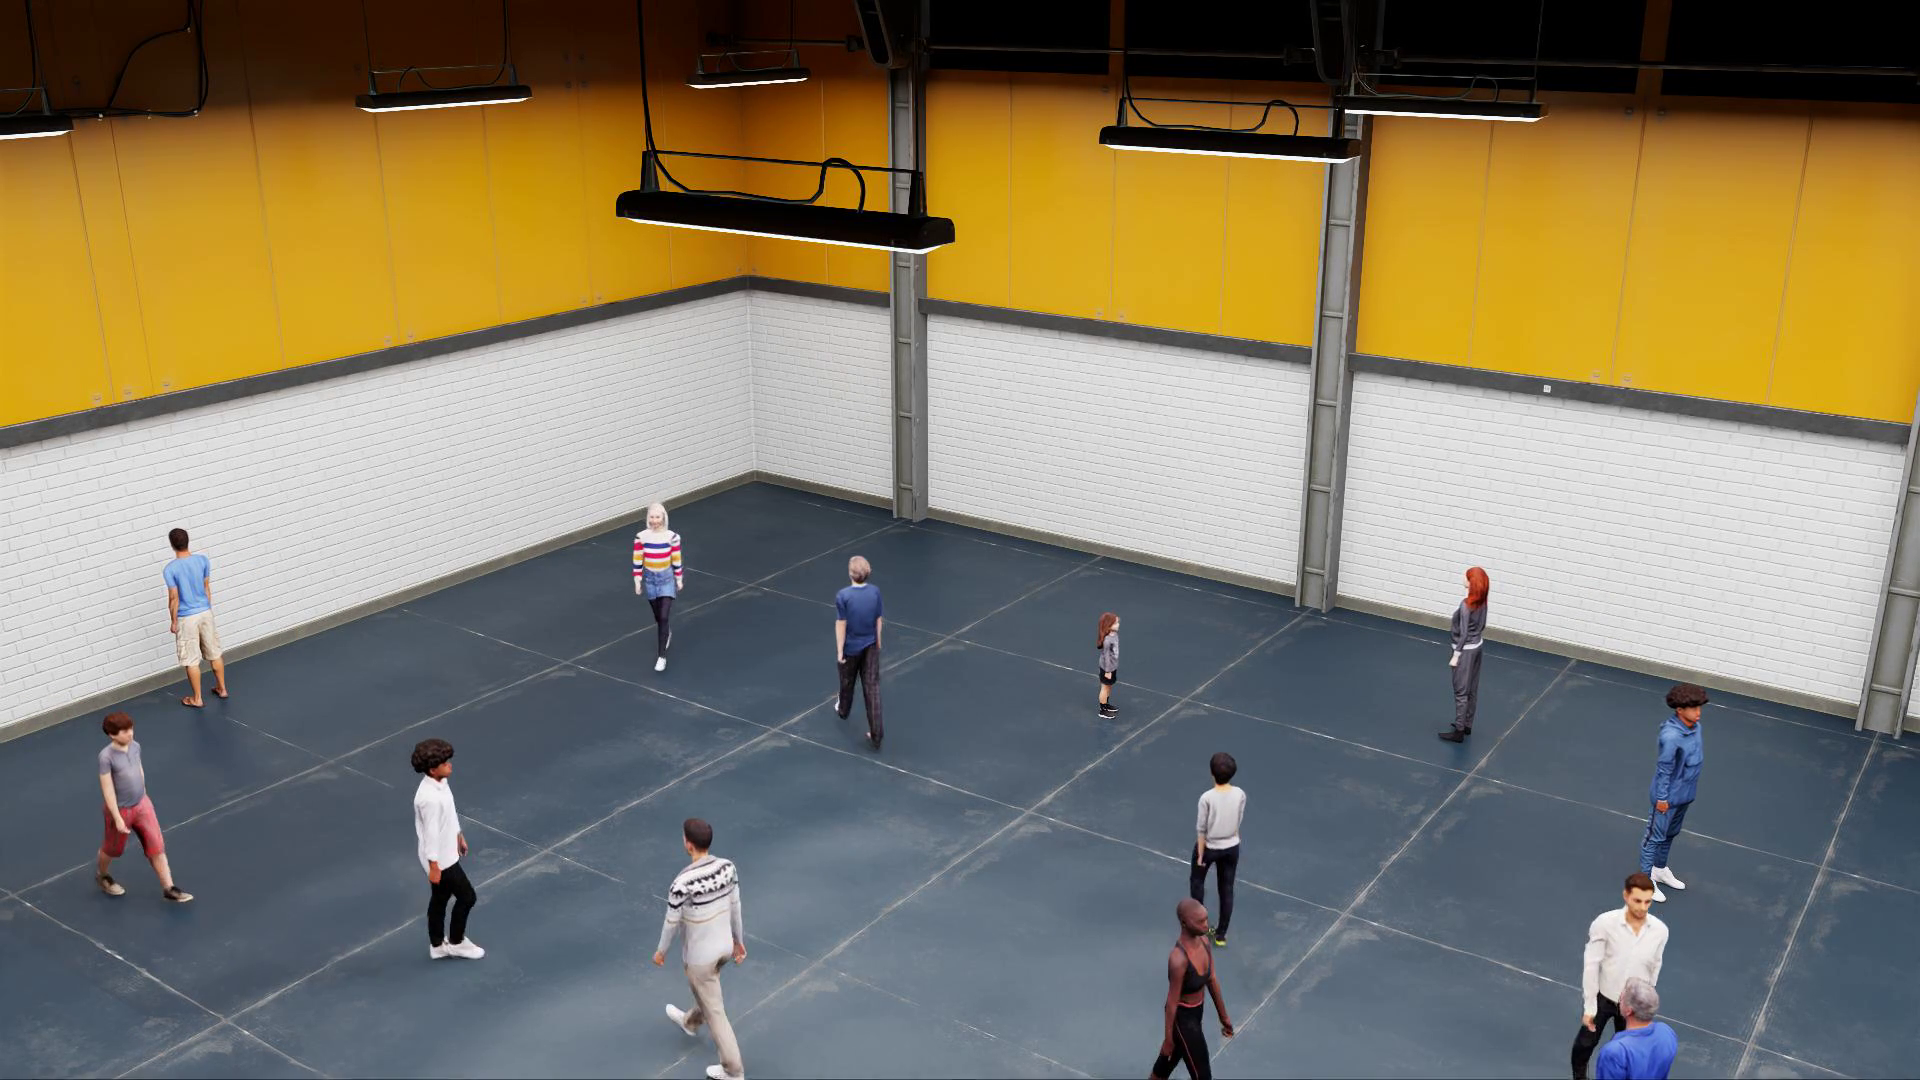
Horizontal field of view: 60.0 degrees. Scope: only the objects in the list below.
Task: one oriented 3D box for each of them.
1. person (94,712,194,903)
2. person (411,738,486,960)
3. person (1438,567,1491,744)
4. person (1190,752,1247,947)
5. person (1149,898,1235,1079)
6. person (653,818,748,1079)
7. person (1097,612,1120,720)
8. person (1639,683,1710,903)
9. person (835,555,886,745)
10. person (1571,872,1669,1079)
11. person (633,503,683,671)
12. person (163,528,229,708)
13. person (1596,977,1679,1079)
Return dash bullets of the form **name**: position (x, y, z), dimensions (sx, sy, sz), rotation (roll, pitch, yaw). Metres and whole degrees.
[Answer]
- **person**: position (-6.700, 2.140, 13.230), dimensions (1.181, 1.618, 0.694), rotation (9, 21, 24)
- **person**: position (-3.950, 2.327, 12.394), dimensions (0.853, 1.796, 0.794), rotation (-3, 19, -9)
- **person**: position (4.905, 1.092, 16.087), dimensions (0.531, 1.780, 0.593), rotation (15, 24, 38)
- **person**: position (1.992, 2.379, 12.647), dimensions (0.760, 1.536, 0.827), rotation (-4, 19, -12)
- **person**: position (1.331, 3.010, 10.475), dimensions (1.140, 1.726, 0.676), rotation (10, 21, 26)
- **person**: position (-1.619, 2.769, 11.046), dimensions (1.124, 1.819, 0.678), rotation (13, 23, 34)
- **person**: position (1.494, 1.234, 16.722), dimensions (0.526, 1.106, 0.526), rotation (5, 19, 15)
- **person**: position (5.732, 1.992, 13.369), dimensions (0.733, 1.808, 0.656), rotation (-15, 24, -37)
- **person**: position (-0.927, 1.095, 16.021), dimensions (1.106, 1.816, 1.310), rotation (-7, 20, -21)
- **person**: position (4.141, 2.908, 10.609), dimensions (1.247, 1.835, 1.117), rotation (2, 19, 7)
- **person**: position (-3.240, 0.454, 18.002), dimensions (1.200, 1.766, 1.126), rotation (1, 19, 3)
- **person**: position (-7.785, 0.771, 16.908), dimensions (0.545, 1.864, 0.640), rotation (13, 22, 33)
- **person**: position (3.777, 3.307, 9.435), dimensions (0.788, 1.827, 0.738), rotation (-10, 21, -27)
